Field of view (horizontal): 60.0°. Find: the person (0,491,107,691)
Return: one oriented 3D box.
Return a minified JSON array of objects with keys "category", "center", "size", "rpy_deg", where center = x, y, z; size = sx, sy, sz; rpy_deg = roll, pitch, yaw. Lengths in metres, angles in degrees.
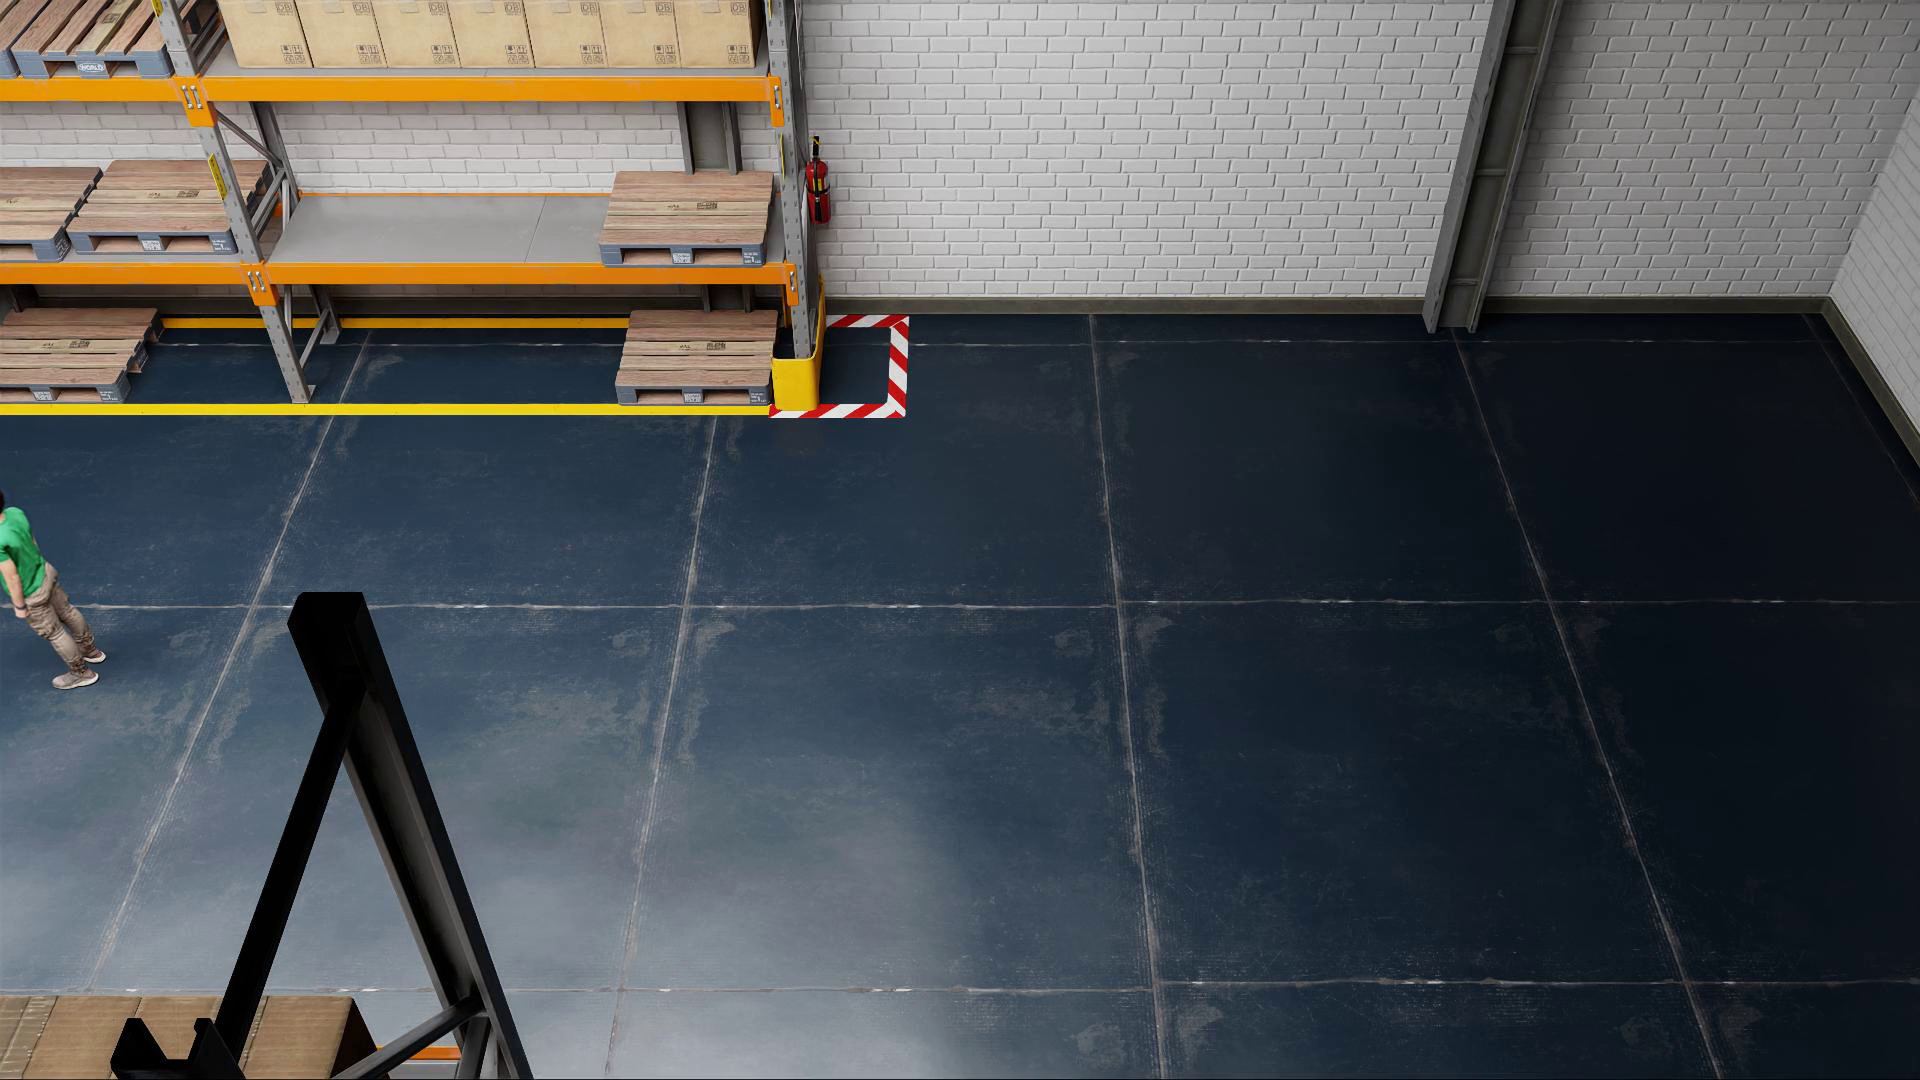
[{"category":"person","center":[-5.847,0.278,10.509],"size":[0.528,1.651,0.596],"rpy_deg":[-2,44,-2]}]
